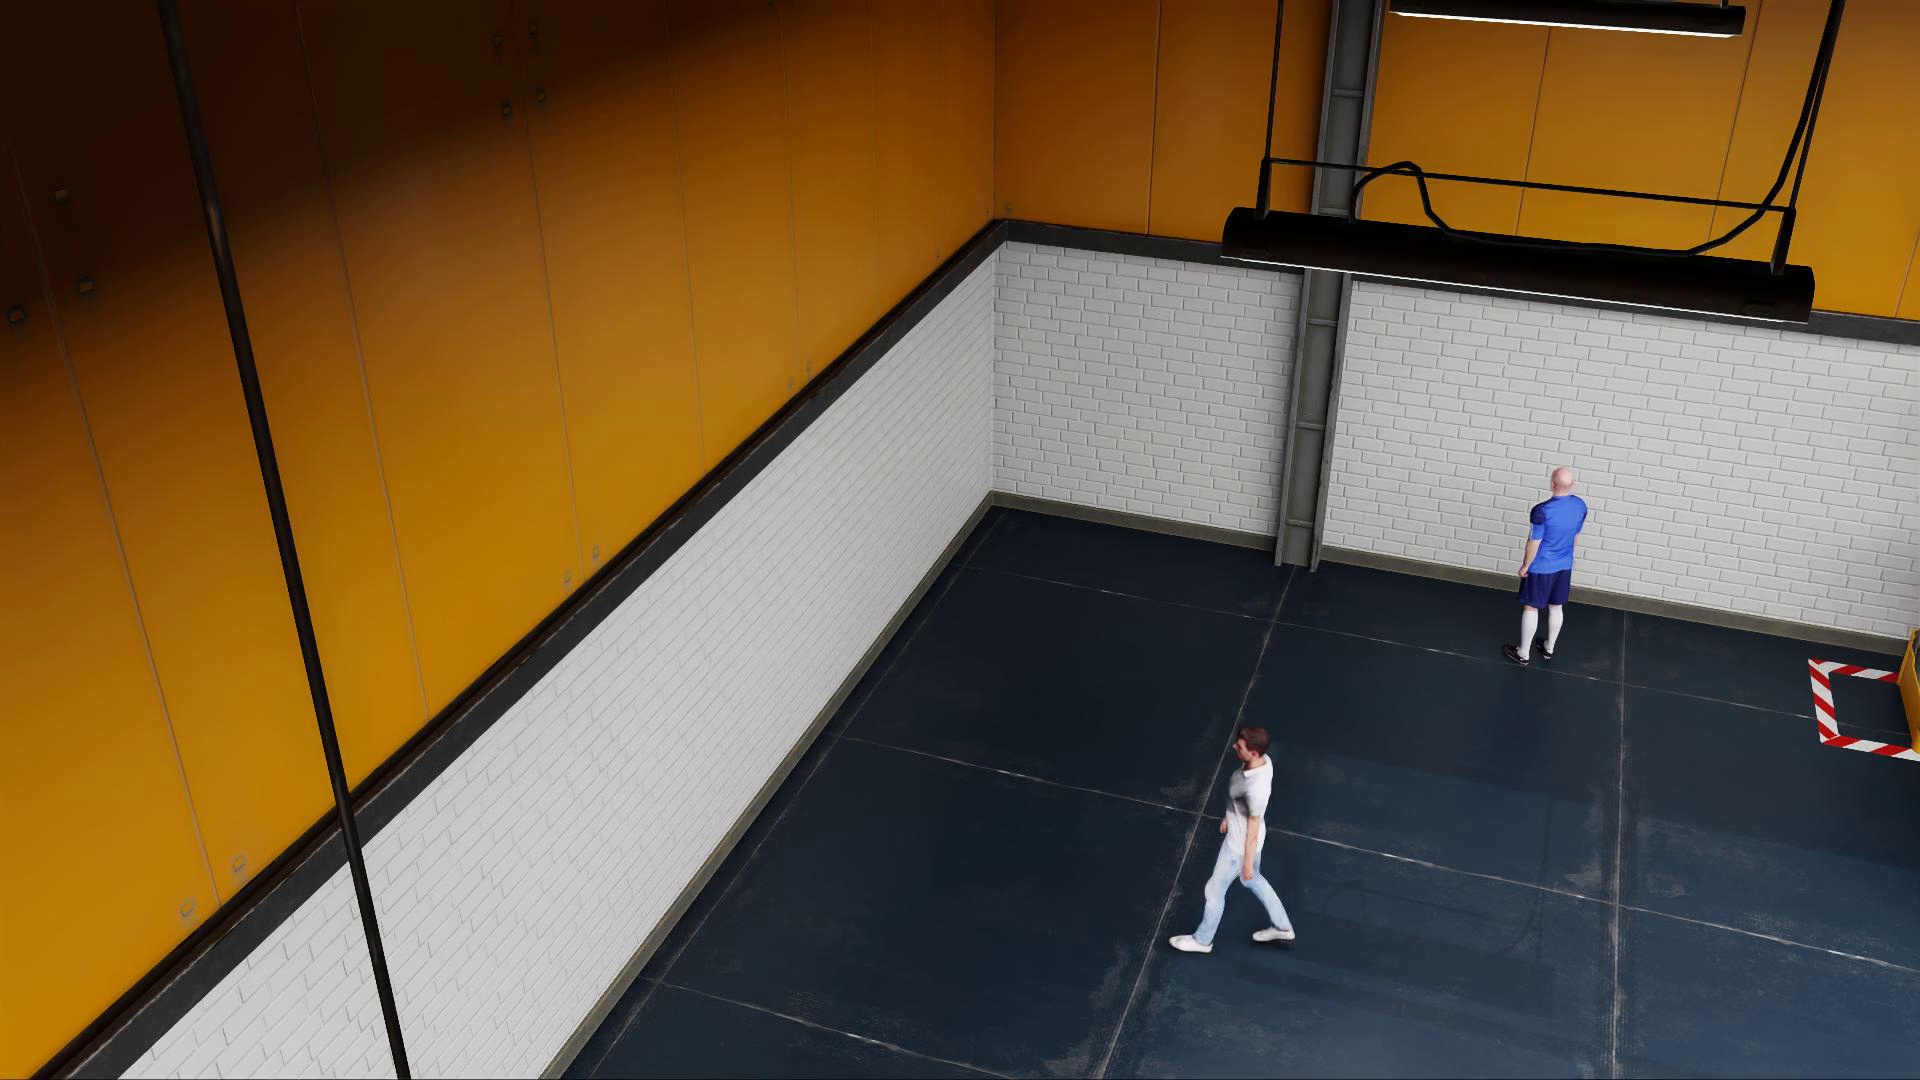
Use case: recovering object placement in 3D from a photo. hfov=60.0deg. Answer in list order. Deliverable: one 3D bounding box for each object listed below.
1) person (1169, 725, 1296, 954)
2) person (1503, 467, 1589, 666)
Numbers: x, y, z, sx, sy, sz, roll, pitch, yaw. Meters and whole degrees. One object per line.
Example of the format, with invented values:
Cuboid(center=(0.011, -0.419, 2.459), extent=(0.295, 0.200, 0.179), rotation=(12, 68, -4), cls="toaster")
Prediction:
Cuboid(center=(1.949, 1.987, 10.957), extent=(1.043, 1.824, 0.709), rotation=(7, 29, 13), cls="person")
Cuboid(center=(5.021, 0.214, 14.192), extent=(0.728, 1.838, 0.817), rotation=(-9, 30, -16), cls="person")
